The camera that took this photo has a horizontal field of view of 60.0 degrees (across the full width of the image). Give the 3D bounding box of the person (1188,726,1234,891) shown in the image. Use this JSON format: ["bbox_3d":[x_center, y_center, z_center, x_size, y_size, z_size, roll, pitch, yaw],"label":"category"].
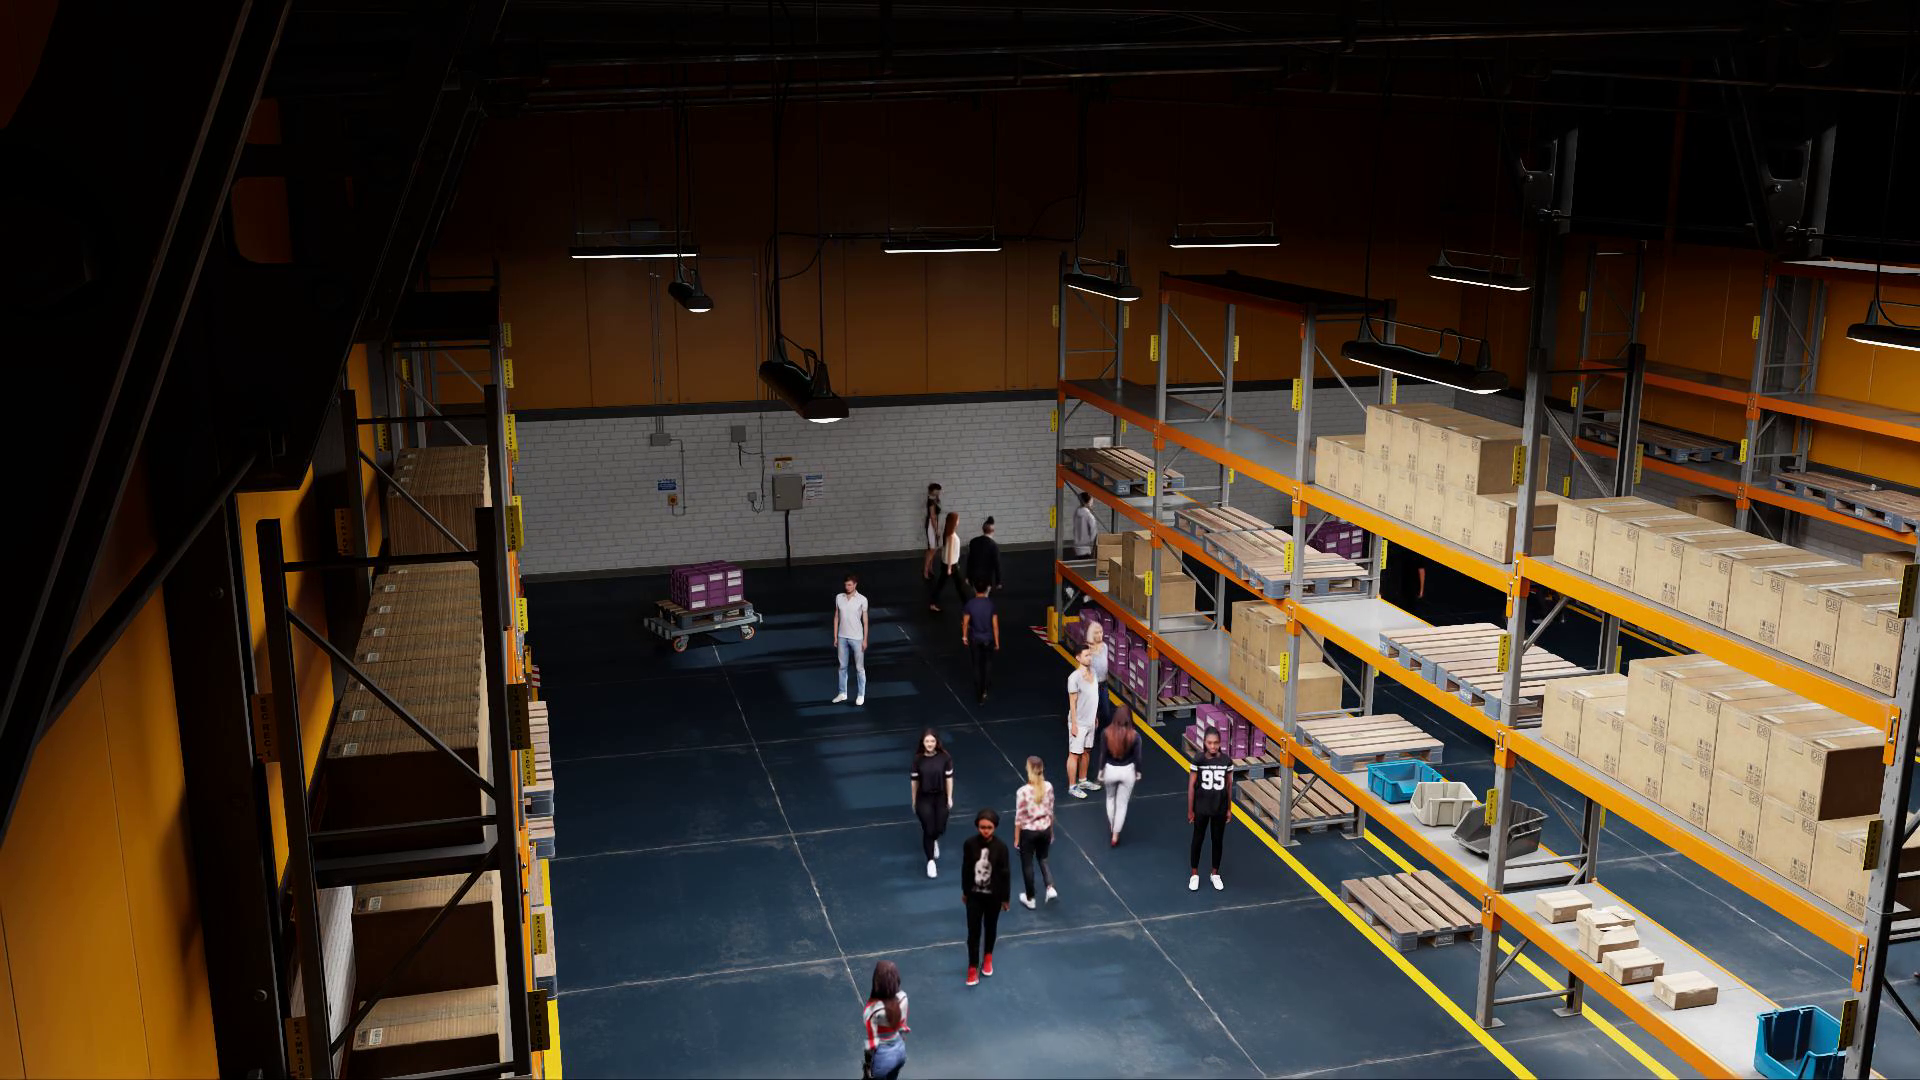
[{"bbox_3d":[2.599,2.781,17.260,0.661,1.729,0.622,0,14,-2],"label":"person"}]

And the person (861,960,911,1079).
[{"bbox_3d":[-0.520,3.965,12.643,0.818,1.600,0.957,-12,18,-40],"label":"person"}]

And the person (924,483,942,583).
[{"bbox_3d":[-0.504,-0.168,29.357,0.765,1.768,0.535,-5,14,-19],"label":"person"}]

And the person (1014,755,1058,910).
[{"bbox_3d":[0.793,2.969,16.708,0.675,1.623,0.818,-7,15,-27],"label":"person"}]

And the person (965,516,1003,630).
[{"bbox_3d":[0.288,0.611,25.802,0.830,1.926,0.922,9,16,33],"label":"person"}]

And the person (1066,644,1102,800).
[{"bbox_3d":[1.446,2.116,19.738,0.796,1.855,0.763,10,17,35],"label":"person"}]

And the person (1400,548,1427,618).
[{"bbox_3d":[6.921,0.749,25.637,0.838,1.736,0.999,-7,15,-28],"label":"person"}]

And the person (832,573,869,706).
[{"bbox_3d":[-1.502,1.343,22.927,0.730,1.857,0.737,4,14,18],"label":"person"}]

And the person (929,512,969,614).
[{"bbox_3d":[-0.263,0.419,27.135,0.696,1.672,1.032,-2,14,-10],"label":"person"}]

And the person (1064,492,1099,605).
[{"bbox_3d":[2.014,0.156,27.711,1.001,1.912,1.097,-11,17,-38],"label":"person"}]

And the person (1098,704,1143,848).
[{"bbox_3d":[1.742,2.609,18.268,0.804,1.588,0.889,3,14,13],"label":"person"}]

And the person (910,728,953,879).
[{"bbox_3d":[-0.304,2.739,17.655,0.649,1.625,0.799,-2,14,-9],"label":"person"}]

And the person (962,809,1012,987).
[{"bbox_3d":[0.240,3.255,15.456,0.814,1.656,0.985,2,14,7],"label":"person"}]

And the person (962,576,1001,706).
[{"bbox_3d":[0.293,1.403,22.851,0.778,1.777,0.895,0,14,-1],"label":"person"}]

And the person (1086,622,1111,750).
[{"bbox_3d":[1.659,1.855,21.147,0.714,1.698,0.960,-6,15,-24],"label":"person"}]
